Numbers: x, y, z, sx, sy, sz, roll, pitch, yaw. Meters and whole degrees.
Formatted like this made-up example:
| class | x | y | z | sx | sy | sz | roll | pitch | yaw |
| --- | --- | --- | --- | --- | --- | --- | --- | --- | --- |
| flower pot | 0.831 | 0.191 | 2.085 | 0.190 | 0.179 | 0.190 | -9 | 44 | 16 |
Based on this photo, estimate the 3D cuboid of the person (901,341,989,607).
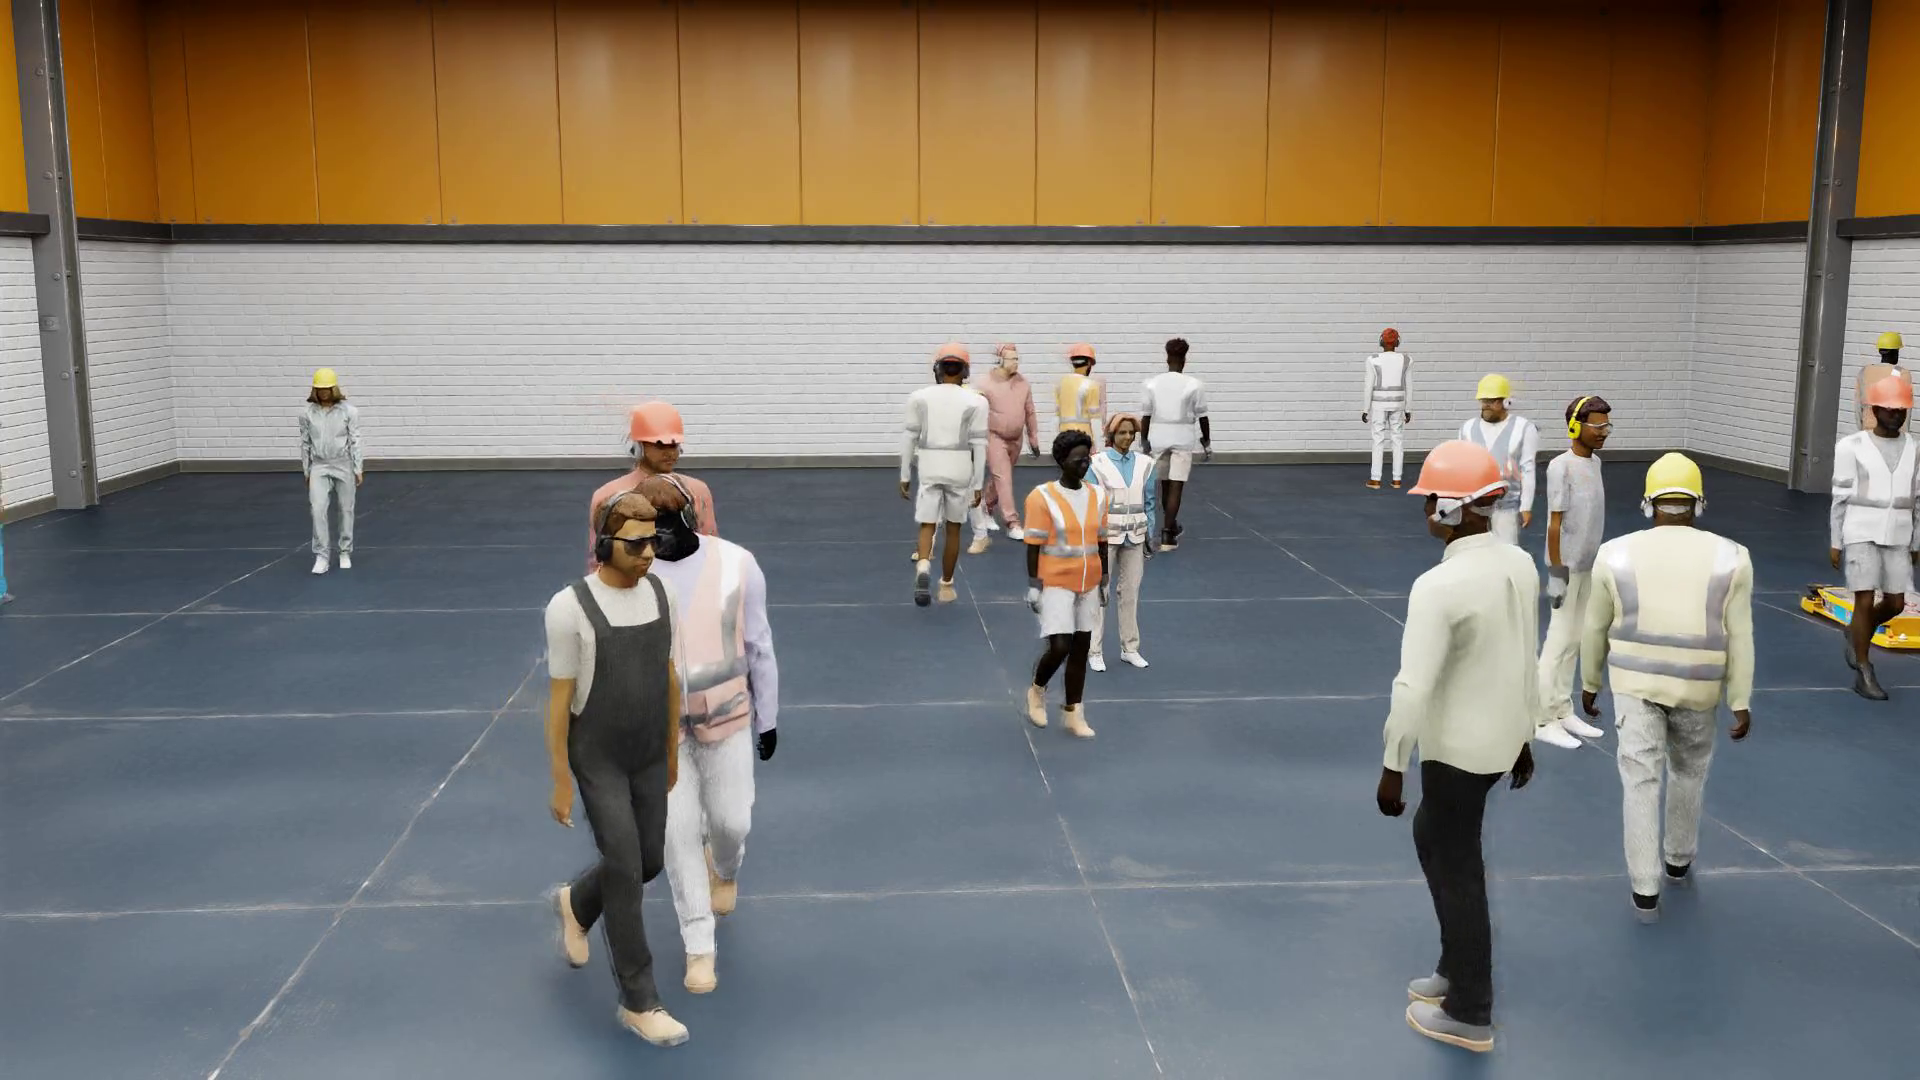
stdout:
| class | x | y | z | sx | sy | sz | roll | pitch | yaw |
| --- | --- | --- | --- | --- | --- | --- | --- | --- | --- |
| person | -0.131 | -0.460 | 12.356 | 0.674 | 2.005 | 0.766 | 2 | 9 | 10 |

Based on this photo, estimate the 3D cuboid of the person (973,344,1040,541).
| class | x | y | z | sx | sy | sz | roll | pitch | yaw |
| --- | --- | --- | --- | --- | --- | --- | --- | --- | --- |
| person | 0.419 | -0.957 | 15.972 | 0.659 | 1.854 | 1.036 | -7 | 11 | -36 |

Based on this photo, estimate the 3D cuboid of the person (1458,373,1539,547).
| class | x | y | z | sx | sy | sz | roll | pitch | yaw |
| --- | --- | --- | --- | --- | --- | --- | --- | --- | --- |
| person | 3.841 | -0.297 | 11.944 | 0.605 | 1.810 | 0.671 | 6 | 11 | 35 |

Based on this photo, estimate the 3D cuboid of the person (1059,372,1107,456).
| class | x | y | z | sx | sy | sz | roll | pitch | yaw |
| --- | --- | --- | --- | --- | --- | --- | --- | --- | --- |
| person | 1.332 | -1.249 | 18.047 | 0.533 | 1.772 | 0.299 | 1 | 9 | 8 |

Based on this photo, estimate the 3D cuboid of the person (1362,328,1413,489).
| class | x | y | z | sx | sy | sz | roll | pitch | yaw |
| --- | --- | --- | --- | --- | --- | --- | --- | --- | --- |
| person | 5.010 | -1.539 | 19.510 | 0.587 | 1.882 | 0.341 | -1 | 9 | -3 |

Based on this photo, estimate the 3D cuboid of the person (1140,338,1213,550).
| class | x | y | z | sx | sy | sz | roll | pitch | yaw |
| --- | --- | --- | --- | --- | --- | --- | --- | --- | --- |
| person | 1.985 | -0.885 | 15.305 | 0.612 | 1.926 | 0.869 | 5 | 10 | 30 |

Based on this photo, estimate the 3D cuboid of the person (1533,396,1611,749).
| class | x | y | z | sx | sy | sz | roll | pitch | yaw |
| --- | --- | --- | --- | --- | --- | --- | --- | --- | --- |
| person | 3.293 | 0.165 | 8.881 | 0.313 | 1.863 | 0.539 | 8 | 12 | 42 |

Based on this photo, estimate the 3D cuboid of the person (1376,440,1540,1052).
| class | x | y | z | sx | sy | sz | roll | pitch | yaw |
| --- | --- | --- | --- | --- | --- | --- | --- | --- | --- |
| person | 1.572 | 0.660 | 5.406 | 0.651 | 1.975 | 0.548 | -9 | 12 | -43 |

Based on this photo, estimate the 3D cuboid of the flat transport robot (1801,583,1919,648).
| class | x | y | z | sx | sy | sz | roll | pitch | yaw |
| --- | --- | --- | --- | --- | --- | --- | --- | --- | --- |
| flat transport robot | 6.506 | 0.523 | 11.611 | 0.652 | 0.197 | 1.431 | 1 | 9 | 5 |

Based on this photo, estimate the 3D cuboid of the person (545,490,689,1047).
| class | x | y | z | sx | sy | sz | roll | pitch | yaw |
| --- | --- | --- | --- | --- | --- | --- | --- | --- | --- |
| person | -1.182 | 0.719 | 5.577 | 0.777 | 1.818 | 0.509 | 8 | 12 | 42 |

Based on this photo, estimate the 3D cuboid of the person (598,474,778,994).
| class | x | y | z | sx | sy | sz | roll | pitch | yaw |
| --- | --- | --- | --- | --- | --- | --- | --- | --- | --- |
| person | -0.989 | 0.650 | 6.019 | 0.650 | 1.816 | 0.697 | -2 | 9 | -10 |

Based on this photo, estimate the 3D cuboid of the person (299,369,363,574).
| class | x | y | z | sx | sy | sz | roll | pitch | yaw |
| --- | --- | --- | --- | --- | --- | --- | --- | --- | --- |
| person | -5.269 | -0.573 | 13.956 | 0.502 | 1.714 | 0.749 | -3 | 9 | -15 |

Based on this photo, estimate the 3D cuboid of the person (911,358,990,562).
| class | x | y | z | sx | sy | sz | roll | pitch | yaw |
| --- | --- | --- | --- | --- | --- | --- | --- | --- | --- |
| person | -0.061 | -0.729 | 14.711 | 0.617 | 1.803 | 0.941 | 5 | 10 | 30 |

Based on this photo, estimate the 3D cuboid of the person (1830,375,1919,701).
| class | x | y | z | sx | sy | sz | roll | pitch | yaw |
| --- | --- | --- | --- | --- | --- | --- | --- | --- | --- |
| person | 5.471 | -0.034 | 9.963 | 0.550 | 1.920 | 0.671 | 1 | 9 | 7 |

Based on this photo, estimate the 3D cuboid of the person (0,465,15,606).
| class | x | y | z | sx | sy | sz | roll | pitch | yaw |
| --- | --- | --- | --- | --- | --- | --- | --- | --- | --- |
| person | -7.317 | -0.337 | 12.206 | 0.580 | 1.808 | 0.920 | -1 | 9 | -6 |

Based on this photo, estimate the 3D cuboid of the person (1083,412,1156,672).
| class | x | y | z | sx | sy | sz | roll | pitch | yaw |
| --- | --- | --- | --- | --- | --- | --- | --- | --- | --- |
| person | 1.002 | 0.008 | 10.555 | 0.514 | 1.643 | 0.307 | -4 | 10 | -22 |

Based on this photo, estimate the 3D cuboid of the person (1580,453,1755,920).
| class | x | y | z | sx | sy | sz | roll | pitch | yaw |
| --- | --- | --- | --- | --- | --- | --- | --- | --- | --- |
| person | 2.809 | 0.549 | 6.649 | 0.624 | 1.797 | 0.820 | 4 | 10 | 21 |

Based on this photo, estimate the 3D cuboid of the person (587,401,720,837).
| class | x | y | z | sx | sy | sz | roll | pitch | yaw |
| --- | --- | --- | --- | --- | --- | --- | --- | --- | --- |
| person | -1.327 | 0.357 | 7.532 | 0.644 | 1.906 | 1.012 | -8 | 12 | -42 |

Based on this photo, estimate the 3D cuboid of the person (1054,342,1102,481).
| class | x | y | z | sx | sy | sz | roll | pitch | yaw |
| --- | --- | --- | --- | --- | --- | --- | --- | --- | --- |
| person | 1.061 | -0.910 | 15.604 | 0.953 | 1.886 | 0.558 | -6 | 11 | -35 |

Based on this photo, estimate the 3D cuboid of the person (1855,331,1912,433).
| class | x | y | z | sx | sy | sz | roll | pitch | yaw |
| --- | --- | --- | --- | --- | --- | --- | --- | --- | --- |
| person | 9.394 | -1.151 | 16.932 | 0.355 | 1.930 | 0.587 | -5 | 10 | -27 |

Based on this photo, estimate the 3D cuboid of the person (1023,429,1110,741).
| class | x | y | z | sx | sy | sz | roll | pitch | yaw |
| --- | --- | --- | --- | --- | --- | --- | --- | --- | --- |
| person | 0.589 | 0.240 | 8.927 | 0.550 | 1.686 | 0.370 | -6 | 11 | -32 |
